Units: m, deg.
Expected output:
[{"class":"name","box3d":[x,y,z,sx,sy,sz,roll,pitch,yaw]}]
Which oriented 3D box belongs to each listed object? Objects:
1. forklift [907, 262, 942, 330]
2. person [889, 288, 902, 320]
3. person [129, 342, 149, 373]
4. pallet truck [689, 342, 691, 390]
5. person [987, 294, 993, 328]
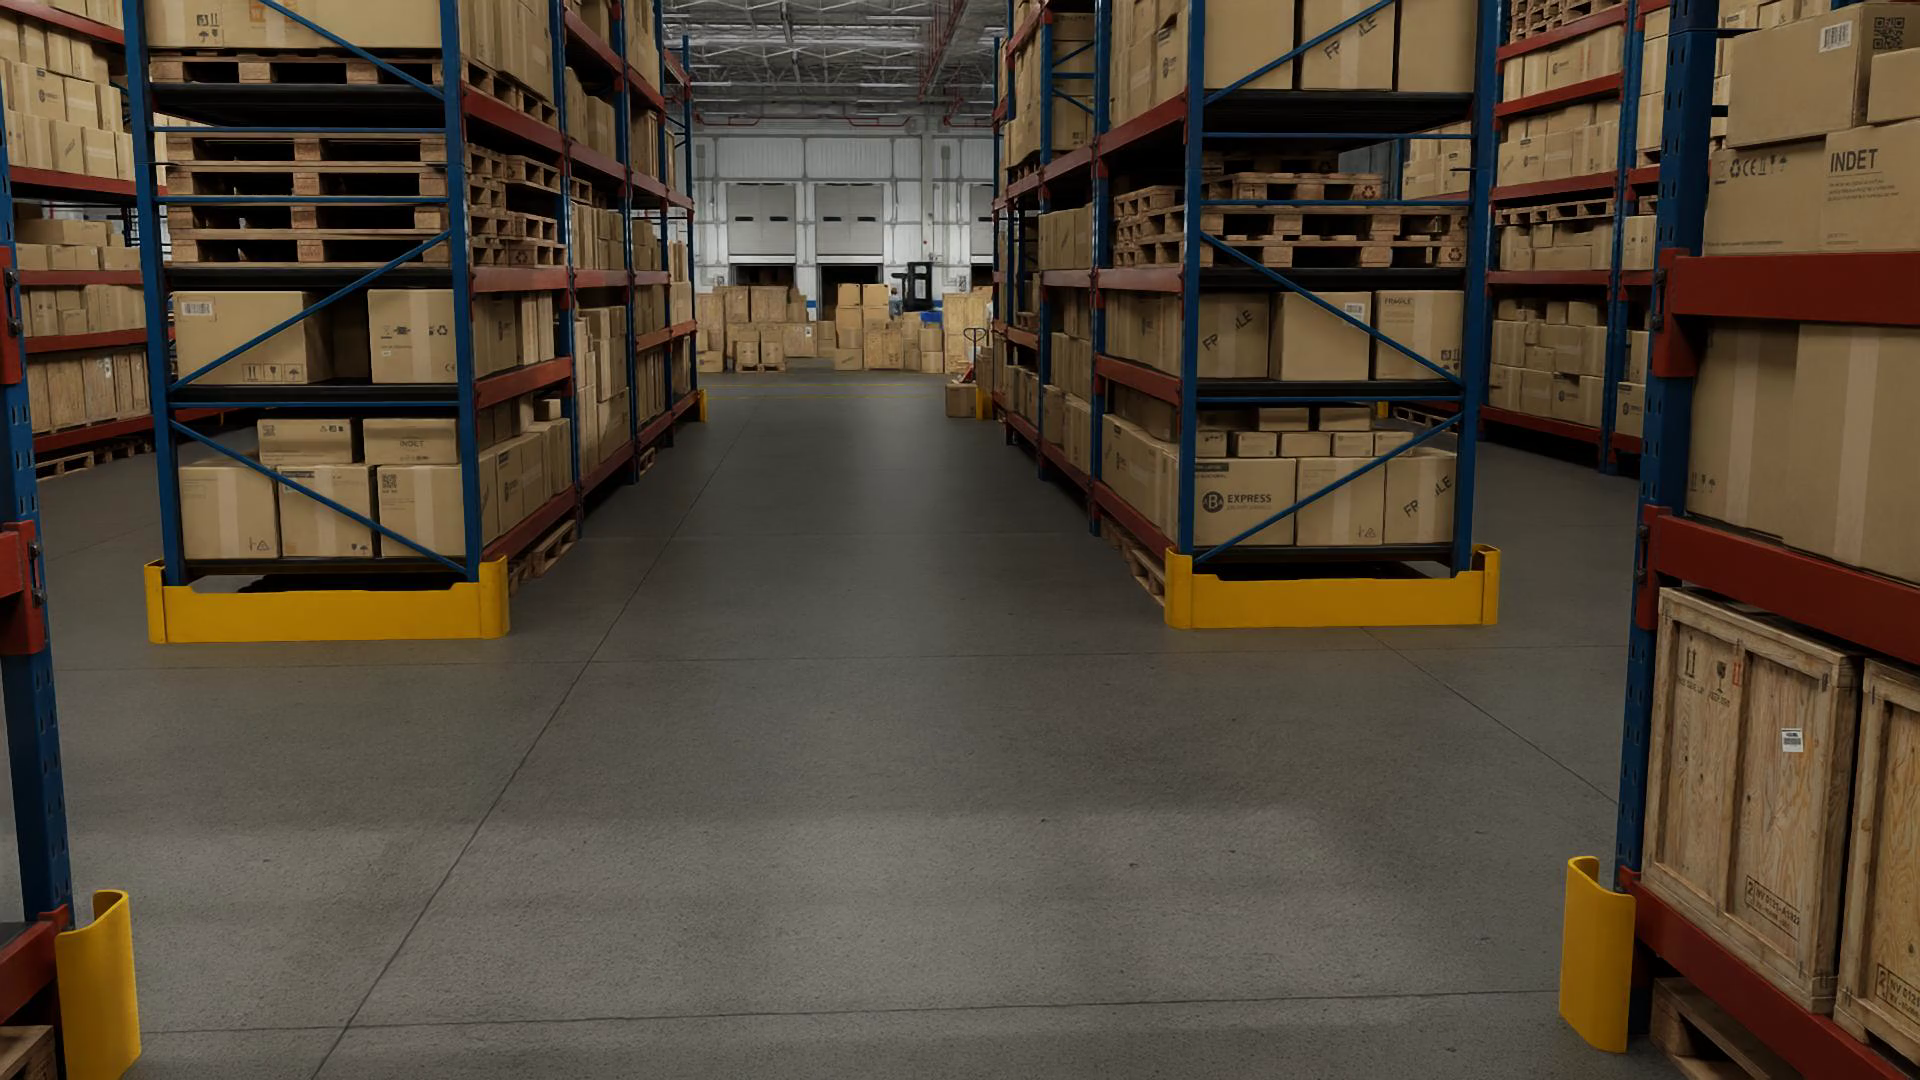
[{"class":"forklift","box3d":[-1.389,-8.379,58.443,1.129,2.768,1.873,-7,12,-38]},{"class":"person","box3d":[-2.319,-7.829,57.977,0.636,1.931,0.377,3,10,19]},{"class":"person","box3d":[-13.647,-3.080,27.968,0.617,1.983,0.406,-1,9,-6]},{"class":"pallet truck","box3d":[-5.225,-3.008,27.480,1.885,1.965,0.823,2,9,14]},{"class":"person","box3d":[0.936,-5.549,43.675,0.624,1.930,0.378,0,9,-2]}]
